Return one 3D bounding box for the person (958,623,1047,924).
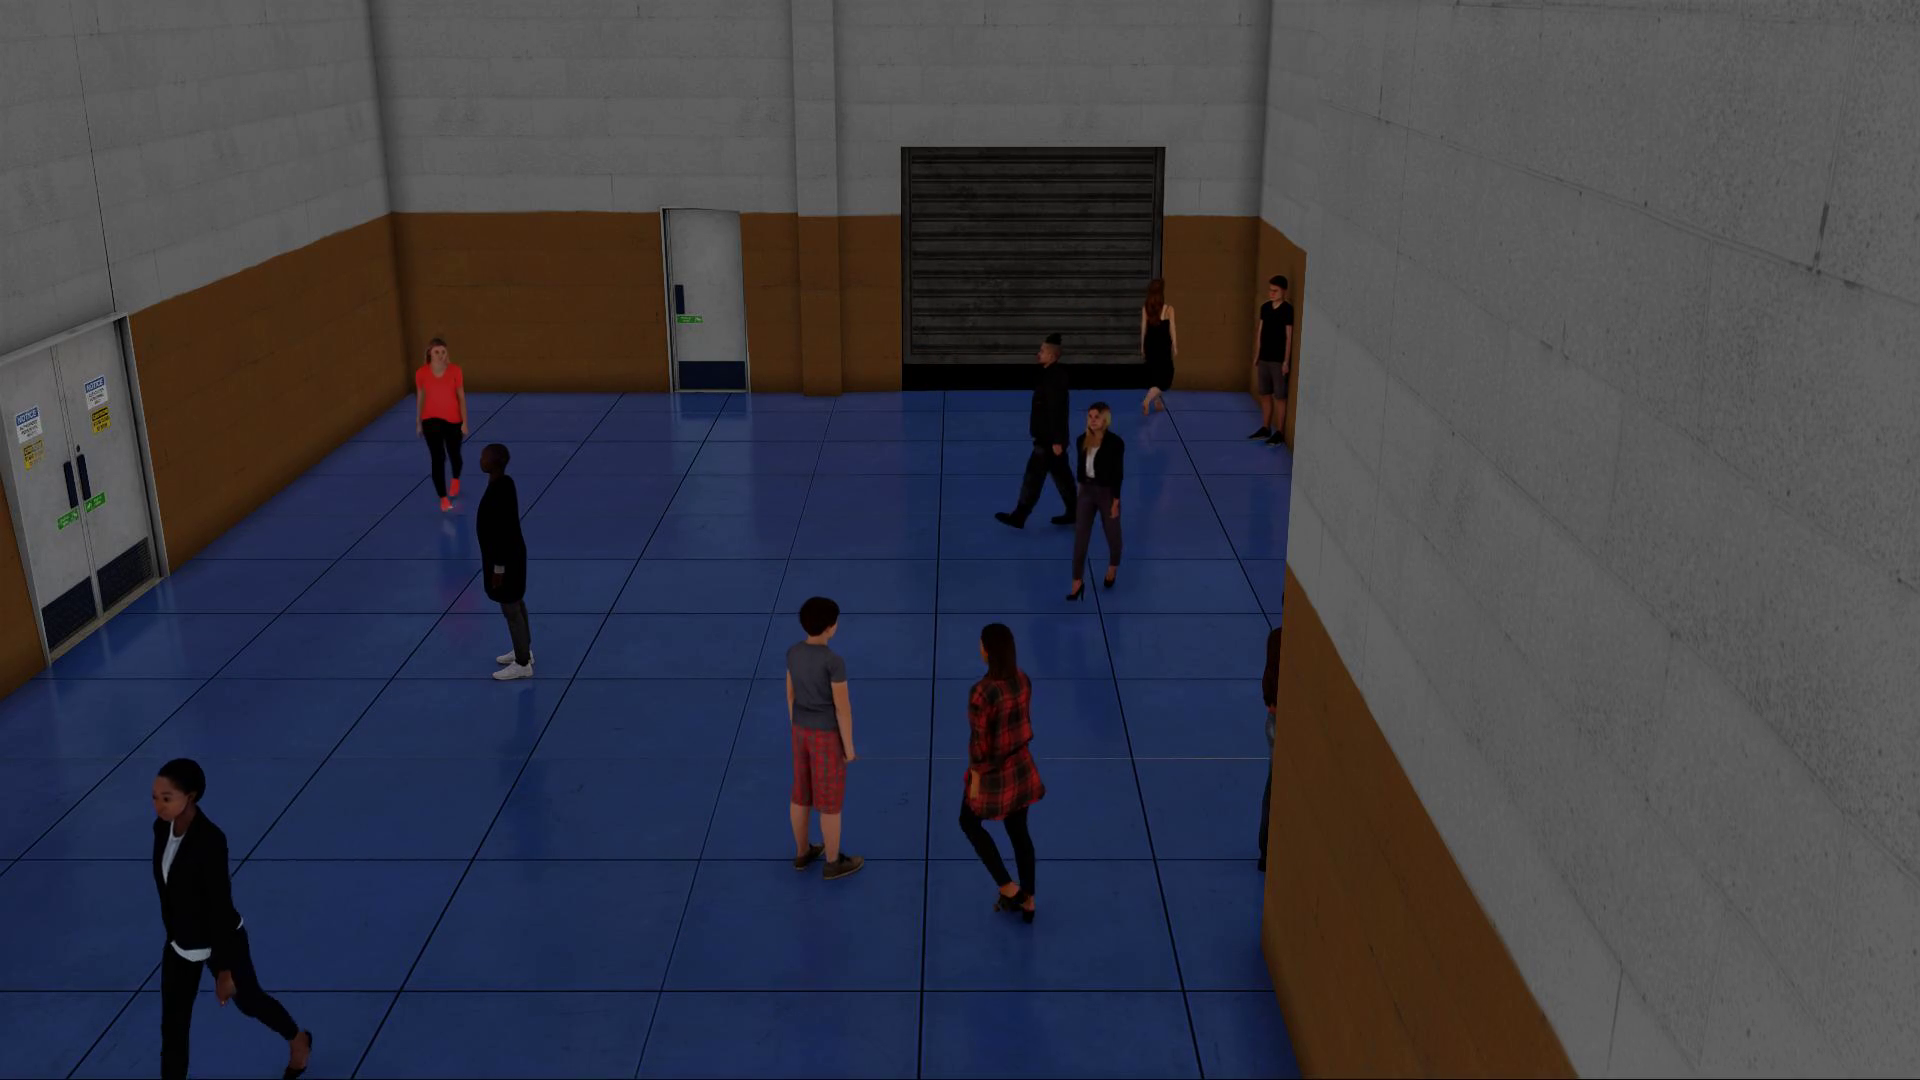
[{"bbox_3d":[0.251,1.281,8.859,0.772,1.679,0.833,-17,25,-41],"label":"person"}]

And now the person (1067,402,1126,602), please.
[{"bbox_3d":[1.195,-0.318,13.684,1.067,1.626,0.986,10,21,27],"label":"person"}]

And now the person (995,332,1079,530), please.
[{"bbox_3d":[0.927,-0.980,15.295,1.056,1.828,0.816,2,19,5],"label":"person"}]

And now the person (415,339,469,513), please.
[{"bbox_3d":[-4.993,-1.131,16.061,1.189,1.648,0.961,-5,19,-14],"label":"person"}]

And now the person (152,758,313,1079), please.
[{"bbox_3d":[-3.183,1.775,7.224,1.174,1.787,1.018,9,20,24],"label":"person"}]

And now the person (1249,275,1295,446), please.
[{"bbox_3d":[3.484,-1.998,18.297,0.787,1.861,0.765,-12,22,-32],"label":"person"}]

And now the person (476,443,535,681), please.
[{"bbox_3d":[-3.288,0.143,12.107,0.575,1.761,0.656,-2,19,-5],"label":"person"}]

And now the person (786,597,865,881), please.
[{"bbox_3d":[-0.805,1.112,9.388,0.638,1.650,0.732,13,22,33],"label":"person"}]

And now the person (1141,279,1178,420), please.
[{"bbox_3d":[2.262,-2.196,19.294,0.994,1.601,0.978,13,22,33],"label":"person"}]
